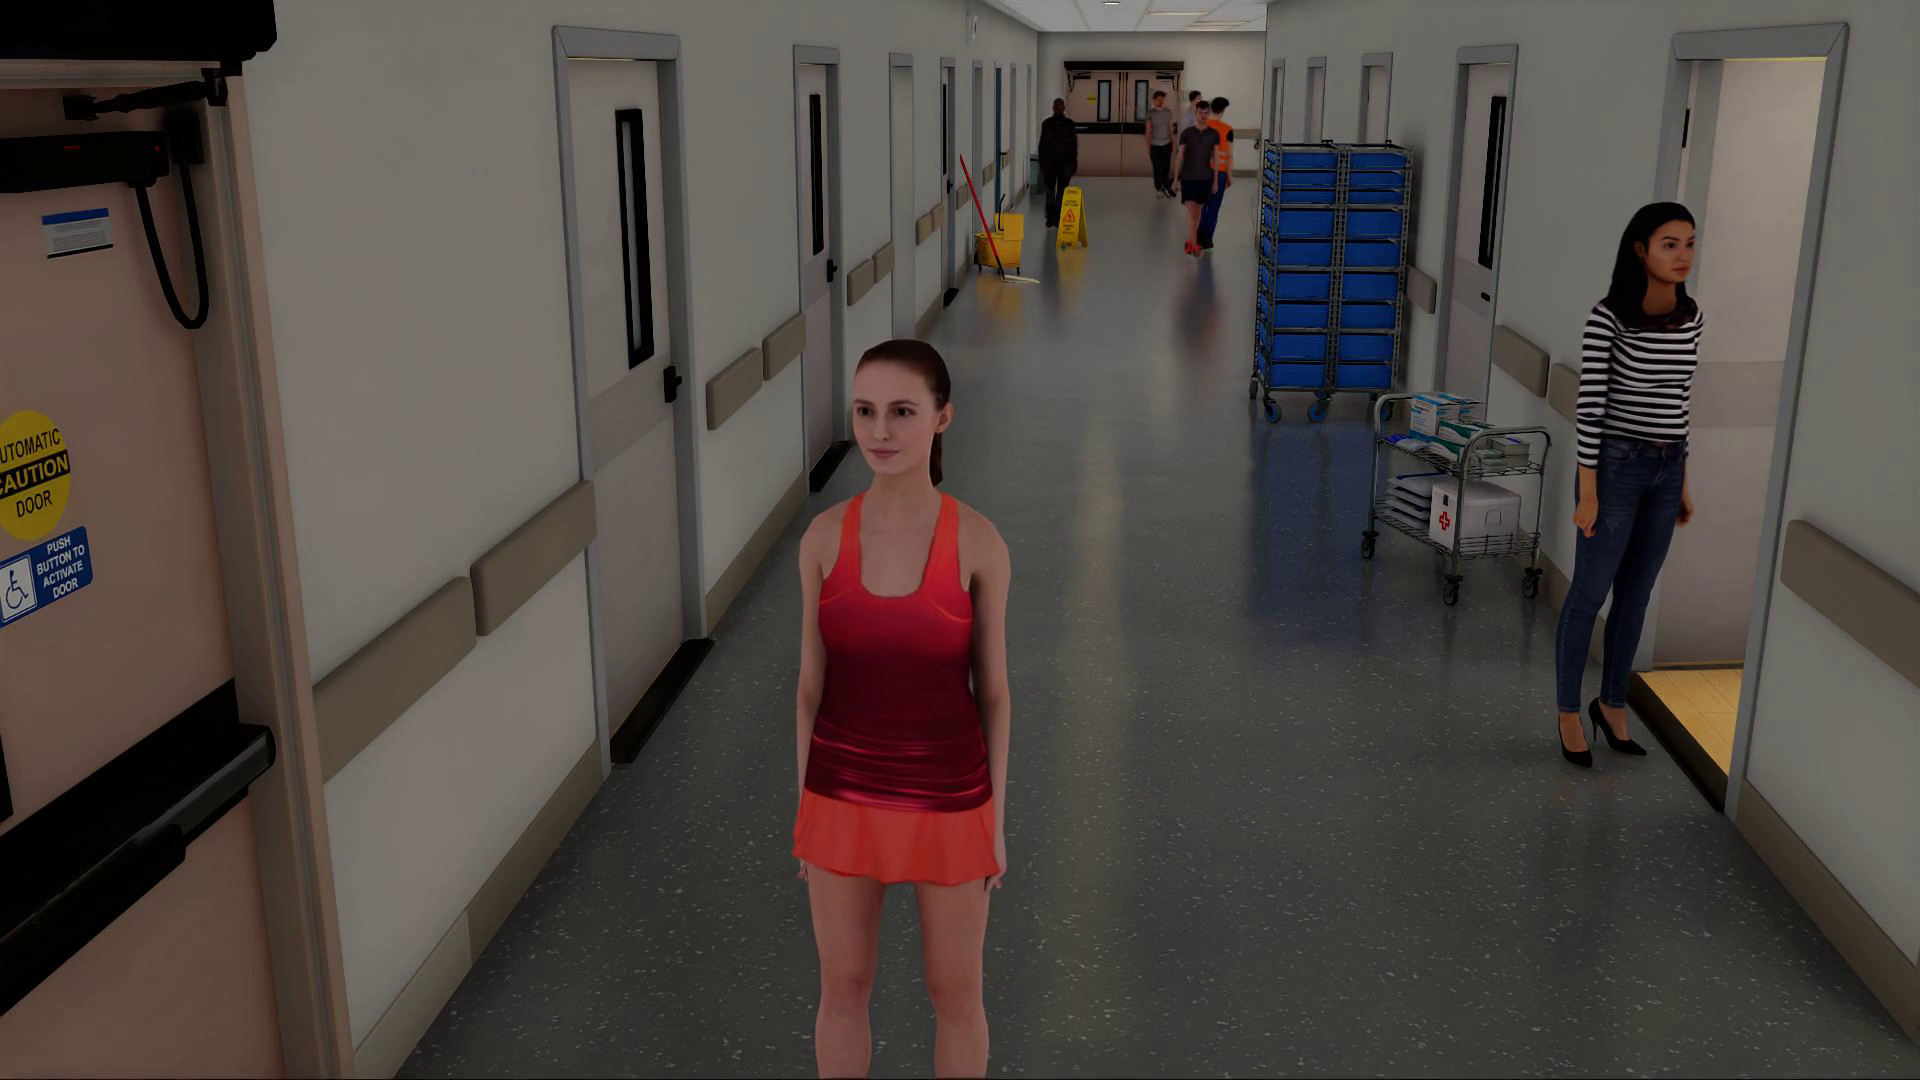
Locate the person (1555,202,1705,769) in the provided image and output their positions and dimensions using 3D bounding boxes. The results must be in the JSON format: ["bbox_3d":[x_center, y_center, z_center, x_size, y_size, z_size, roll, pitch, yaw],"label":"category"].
[{"bbox_3d":[2.117,-0.162,5.266,0.654,1.796,0.633,-6,17,-20],"label":"person"}]

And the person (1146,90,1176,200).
[{"bbox_3d":[3.472,-6.876,28.997,0.703,1.859,0.661,-1,16,-4],"label":"person"}]

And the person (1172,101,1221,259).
[{"bbox_3d":[2.808,-4.269,19.864,0.832,1.797,1.255,-1,16,-4],"label":"person"}]

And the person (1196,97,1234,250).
[{"bbox_3d":[3.126,-4.531,20.687,0.764,1.855,0.962,3,16,12],"label":"person"}]

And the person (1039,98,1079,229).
[{"bbox_3d":[1.408,-5.400,23.847,0.722,1.812,0.858,1,16,2],"label":"person"}]

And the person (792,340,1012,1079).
[{"bbox_3d":[-0.105,0.494,3.051,0.571,1.752,0.546,2,16,9],"label":"person"}]

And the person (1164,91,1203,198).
[{"bbox_3d":[3.876,-6.737,28.544,1.002,1.838,0.982,12,20,37],"label":"person"}]
